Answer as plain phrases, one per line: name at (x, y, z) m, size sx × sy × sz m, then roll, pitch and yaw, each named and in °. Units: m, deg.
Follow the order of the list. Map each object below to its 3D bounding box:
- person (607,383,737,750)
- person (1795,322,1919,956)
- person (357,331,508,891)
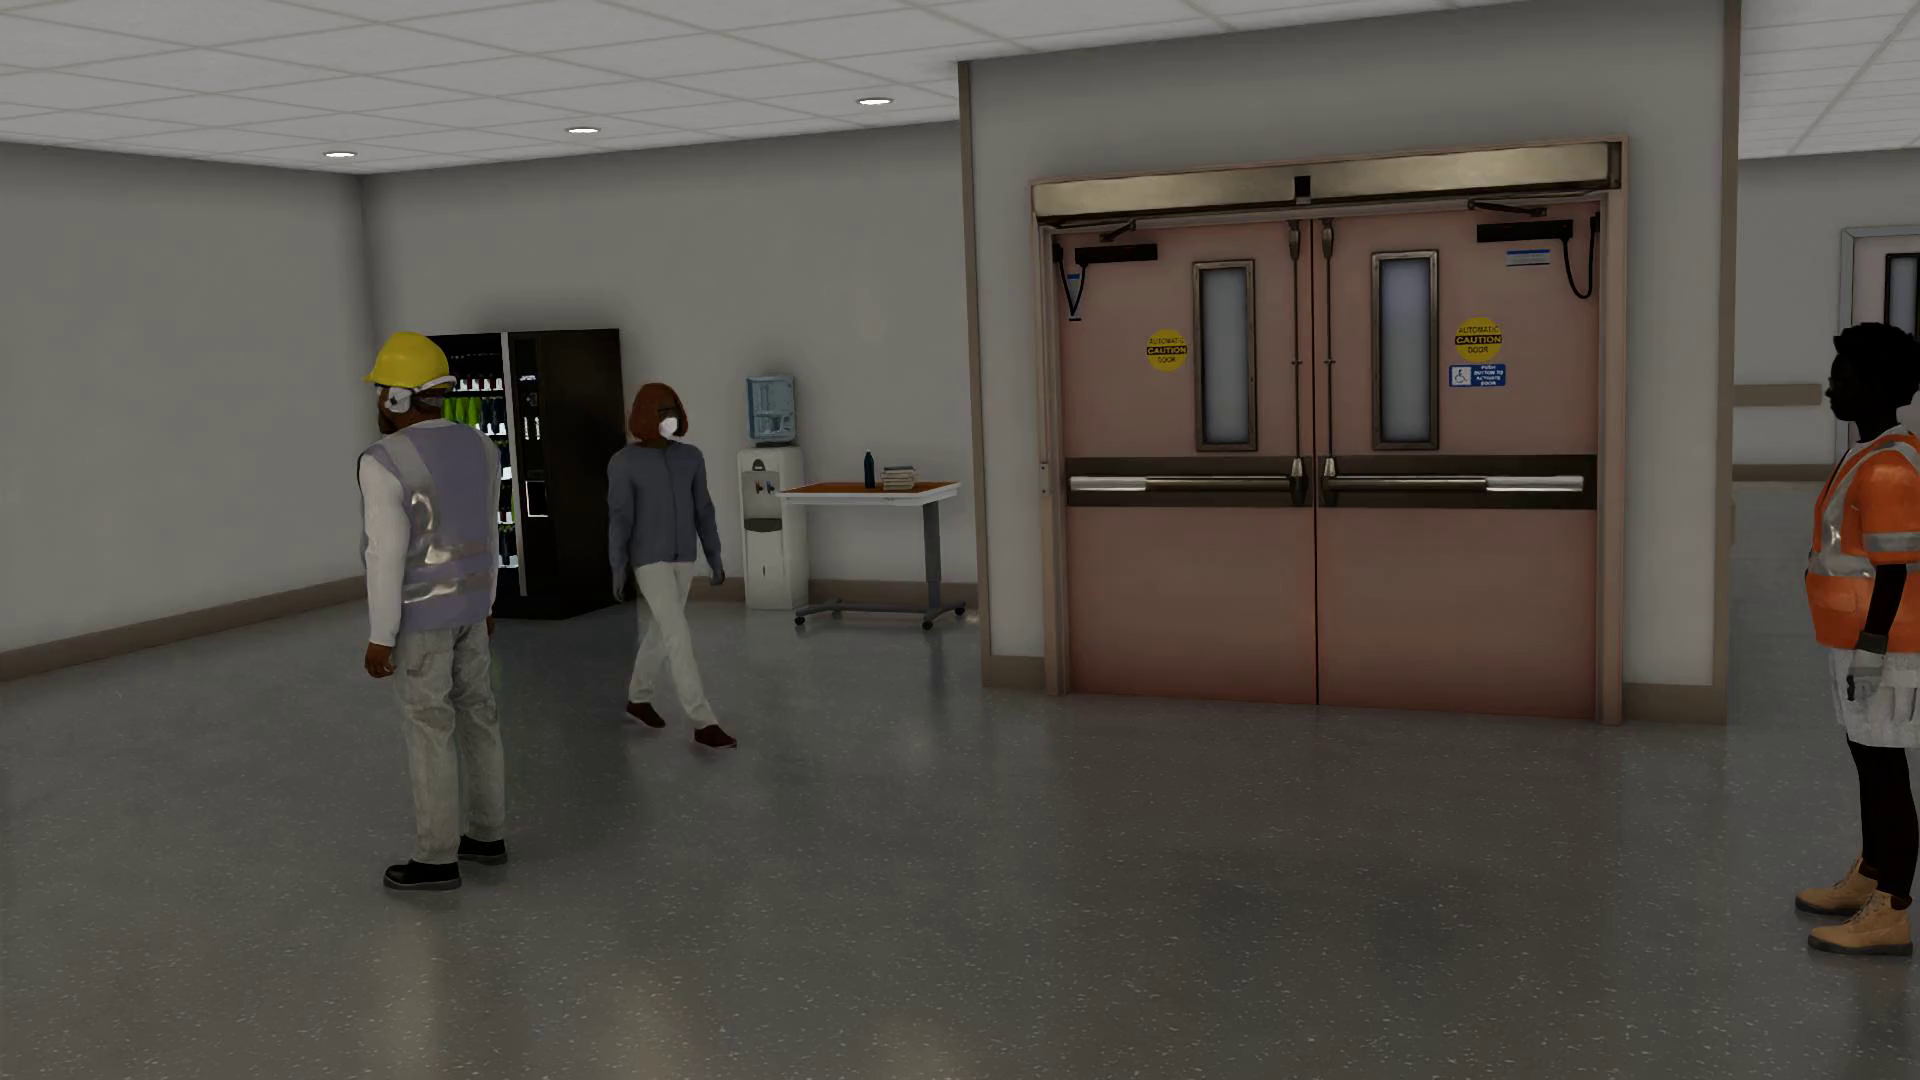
person at (-1.299, 0.097, 7.365) m, size 0.841 × 1.589 × 0.512 m, roll 4°, pitch 10°, yaw 41°
person at (2.461, 0.264, 4.501) m, size 0.318 × 1.697 × 0.535 m, roll 1°, pitch 8°, yaw 23°
person at (-1.755, 0.233, 5.511) m, size 0.404 × 1.837 × 0.590 m, roll 1°, pitch 8°, yaw 23°
